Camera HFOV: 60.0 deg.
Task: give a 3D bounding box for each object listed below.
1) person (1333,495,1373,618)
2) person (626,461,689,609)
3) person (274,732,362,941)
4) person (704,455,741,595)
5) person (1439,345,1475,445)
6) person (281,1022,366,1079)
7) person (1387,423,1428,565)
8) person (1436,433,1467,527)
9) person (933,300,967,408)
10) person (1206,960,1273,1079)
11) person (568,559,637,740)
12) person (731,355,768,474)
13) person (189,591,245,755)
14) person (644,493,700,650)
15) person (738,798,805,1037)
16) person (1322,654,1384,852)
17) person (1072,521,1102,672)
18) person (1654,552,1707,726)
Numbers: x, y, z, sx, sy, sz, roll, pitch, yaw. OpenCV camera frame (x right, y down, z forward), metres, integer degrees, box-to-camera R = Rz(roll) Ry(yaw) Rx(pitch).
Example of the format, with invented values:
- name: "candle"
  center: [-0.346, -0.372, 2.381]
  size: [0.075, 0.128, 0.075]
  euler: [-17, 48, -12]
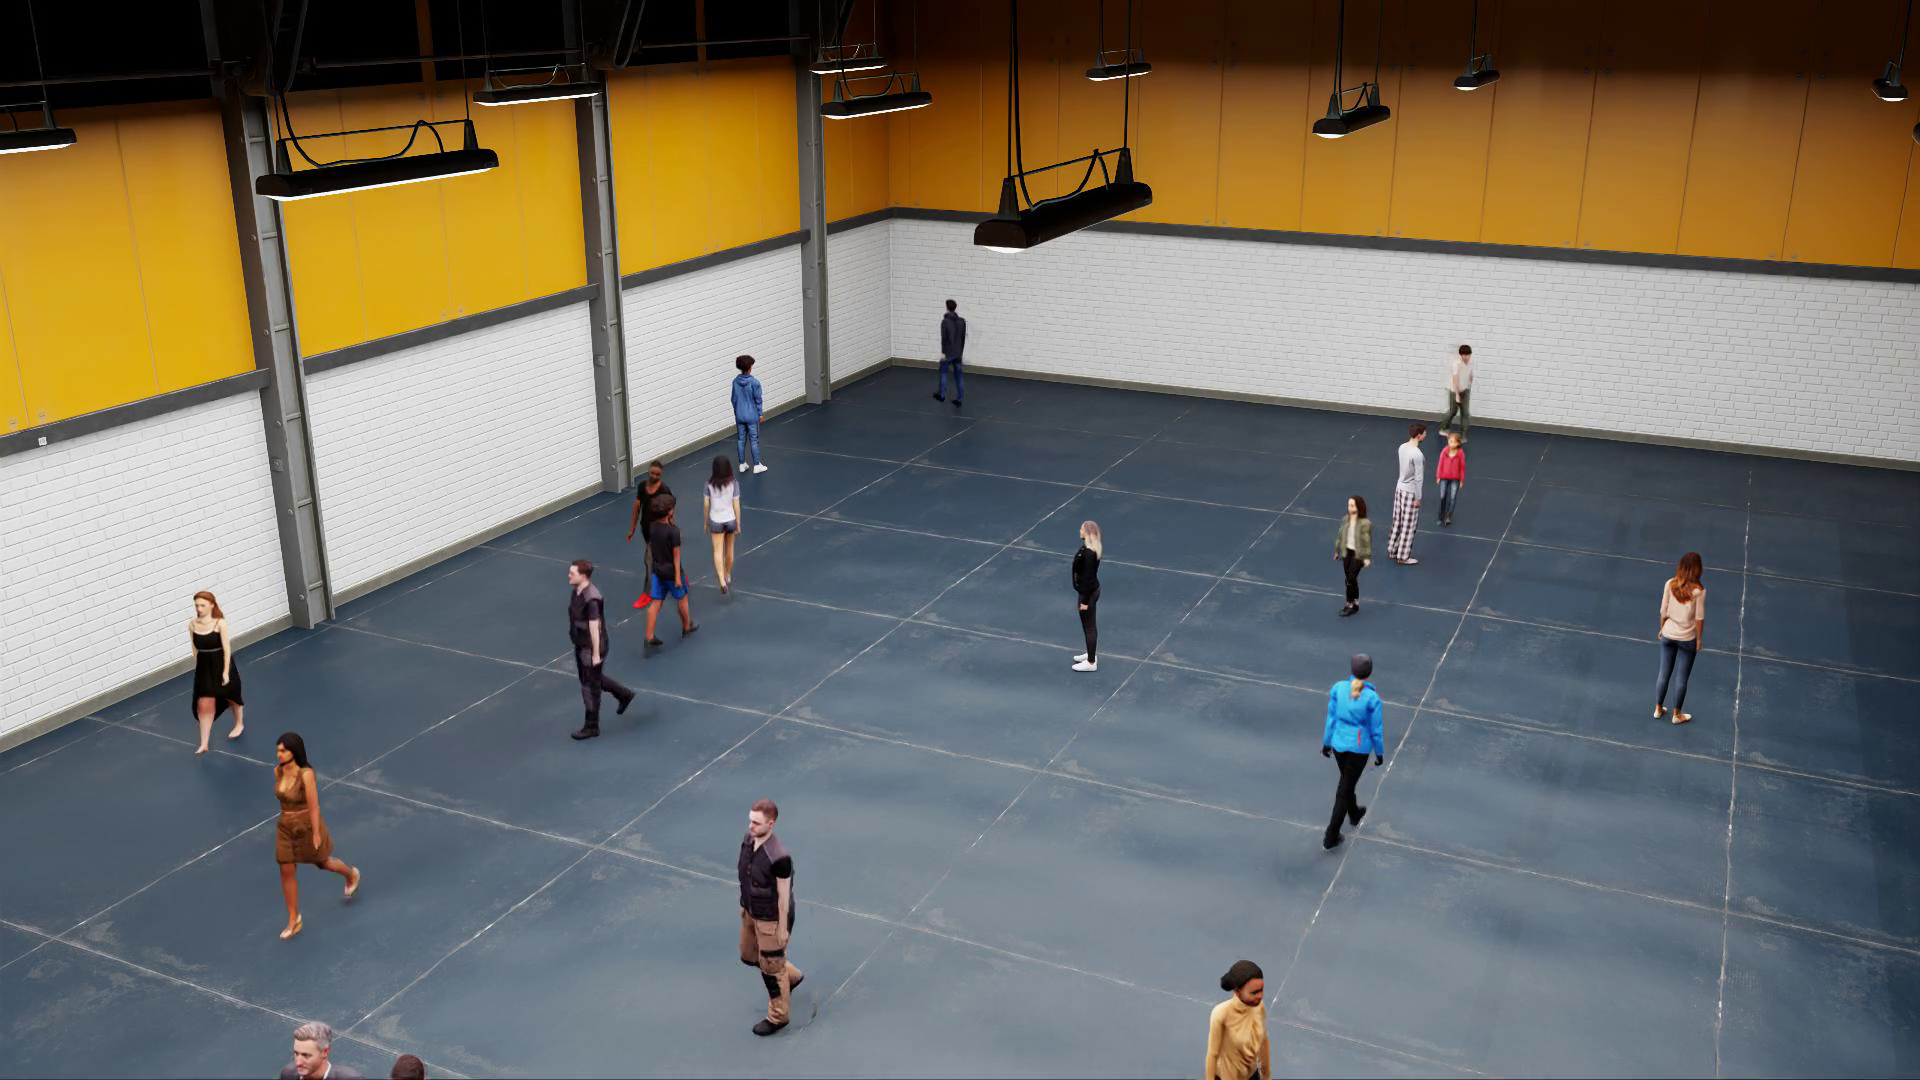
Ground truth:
- name: "person"
  center: [4.703, 0.175, 19.644]
  size: [0.804, 1.463, 0.755]
  euler: [-12, 22, -33]
- name: "person"
  center: [-3.605, -0.119, 20.035]
  size: [0.858, 1.770, 1.231]
  euler: [15, 24, 37]
- name: "person"
  center: [-5.115, 2.272, 13.107]
  size: [0.567, 1.660, 1.035]
  euler: [8, 20, 22]
- name: "person"
  center: [-2.888, -0.167, 20.282]
  size: [1.009, 1.704, 1.160]
  euler: [-4, 19, -11]
- name: "person"
  center: [8.095, -2.386, 27.015]
  size: [0.956, 1.611, 1.067]
  euler: [-7, 20, -21]
- name: "person"
  center: [-3.514, 3.475, 9.248]
  size: [0.766, 1.842, 0.673]
  euler: [4, 19, 13]
- name: "person"
  center: [5.764, -0.612, 21.383]
  size: [0.757, 1.844, 0.686]
  euler: [-6, 19, -16]
- name: "person"
  center: [6.777, -0.856, 22.948]
  size: [0.548, 1.306, 0.680]
  euler: [7, 20, 20]
- name: "person"
  center: [-0.085, -3.250, 29.189]
  size: [1.059, 1.861, 1.064]
  euler: [-11, 21, -29]
- name: "person"
  center: [1.631, 3.271, 10.148]
  size: [0.732, 1.654, 0.813]
  euler: [-12, 22, -31]
- name: "person"
  center: [-3.572, 1.054, 16.458]
  size: [1.128, 1.830, 1.027]
  euler: [-10, 21, -28]
- name: "person"
  center: [-3.236, -1.919, 25.330]
  size: [0.672, 1.802, 0.555]
  euler: [8, 20, 21]
- name: "person"
  center: [-7.237, 1.244, 16.277]
  size: [0.876, 1.586, 1.111]
  euler: [-1, 19, -2]
- name: "person"
  center: [-3.335, 0.383, 18.558]
  size: [0.644, 1.760, 1.134]
  euler: [10, 21, 26]
- name: "person"
  center: [-1.285, 2.614, 11.826]
  size: [0.922, 1.829, 0.873]
  euler: [-15, 24, -38]
- name: "person"
  center: [3.293, 1.843, 14.211]
  size: [0.842, 1.767, 1.089]
  euler: [17, 25, 40]
- name: "person"
  center: [1.402, 0.598, 18.036]
  size: [0.730, 1.686, 0.560]
  euler: [3, 19, 9]
- name: "person"
  center: [7.246, 0.976, 16.749]
  size: [0.653, 1.792, 0.663]
  euler: [-16, 24, -39]
